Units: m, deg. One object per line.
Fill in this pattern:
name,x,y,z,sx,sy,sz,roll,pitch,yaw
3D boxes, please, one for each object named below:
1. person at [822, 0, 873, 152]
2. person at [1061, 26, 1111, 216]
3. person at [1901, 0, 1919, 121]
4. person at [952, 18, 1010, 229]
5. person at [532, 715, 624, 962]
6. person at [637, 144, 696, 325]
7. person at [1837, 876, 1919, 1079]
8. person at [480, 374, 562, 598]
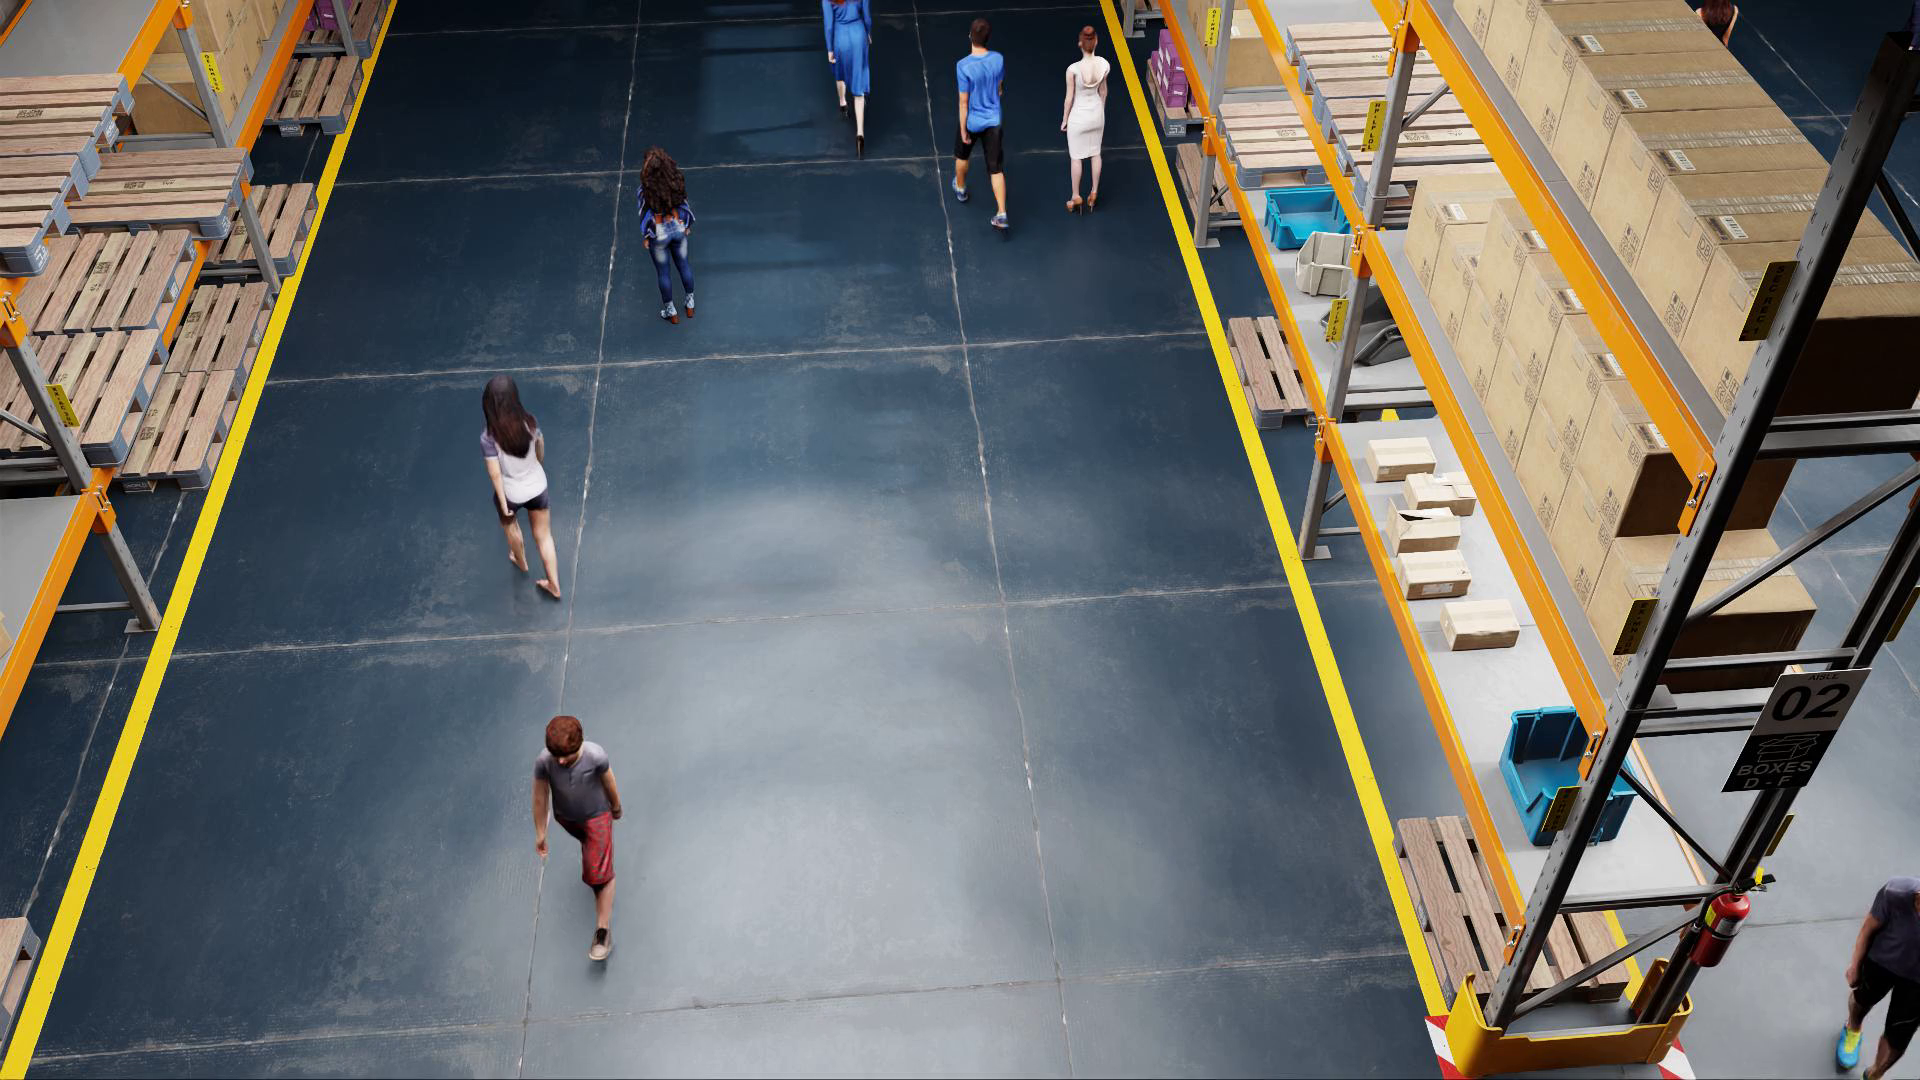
person,-1.009,-4.507,15.537,0.629,1.777,1.139,-5,44,-5
person,1.109,-3.694,14.667,0.619,1.800,0.565,-14,45,-15
person,9.169,-4.786,15.903,0.775,1.675,0.800,-25,49,-24
person,0.238,-3.585,14.538,0.751,1.820,1.256,-11,45,-12
person,-2.112,1.477,9.379,0.680,1.607,1.143,1,44,2
person,-2.390,-2.497,13.542,0.702,1.618,0.703,-24,48,-23
person,4.842,2.117,8.534,0.929,1.845,0.997,17,46,17
person,-2.930,-0.288,11.196,0.963,1.657,0.868,32,52,29
